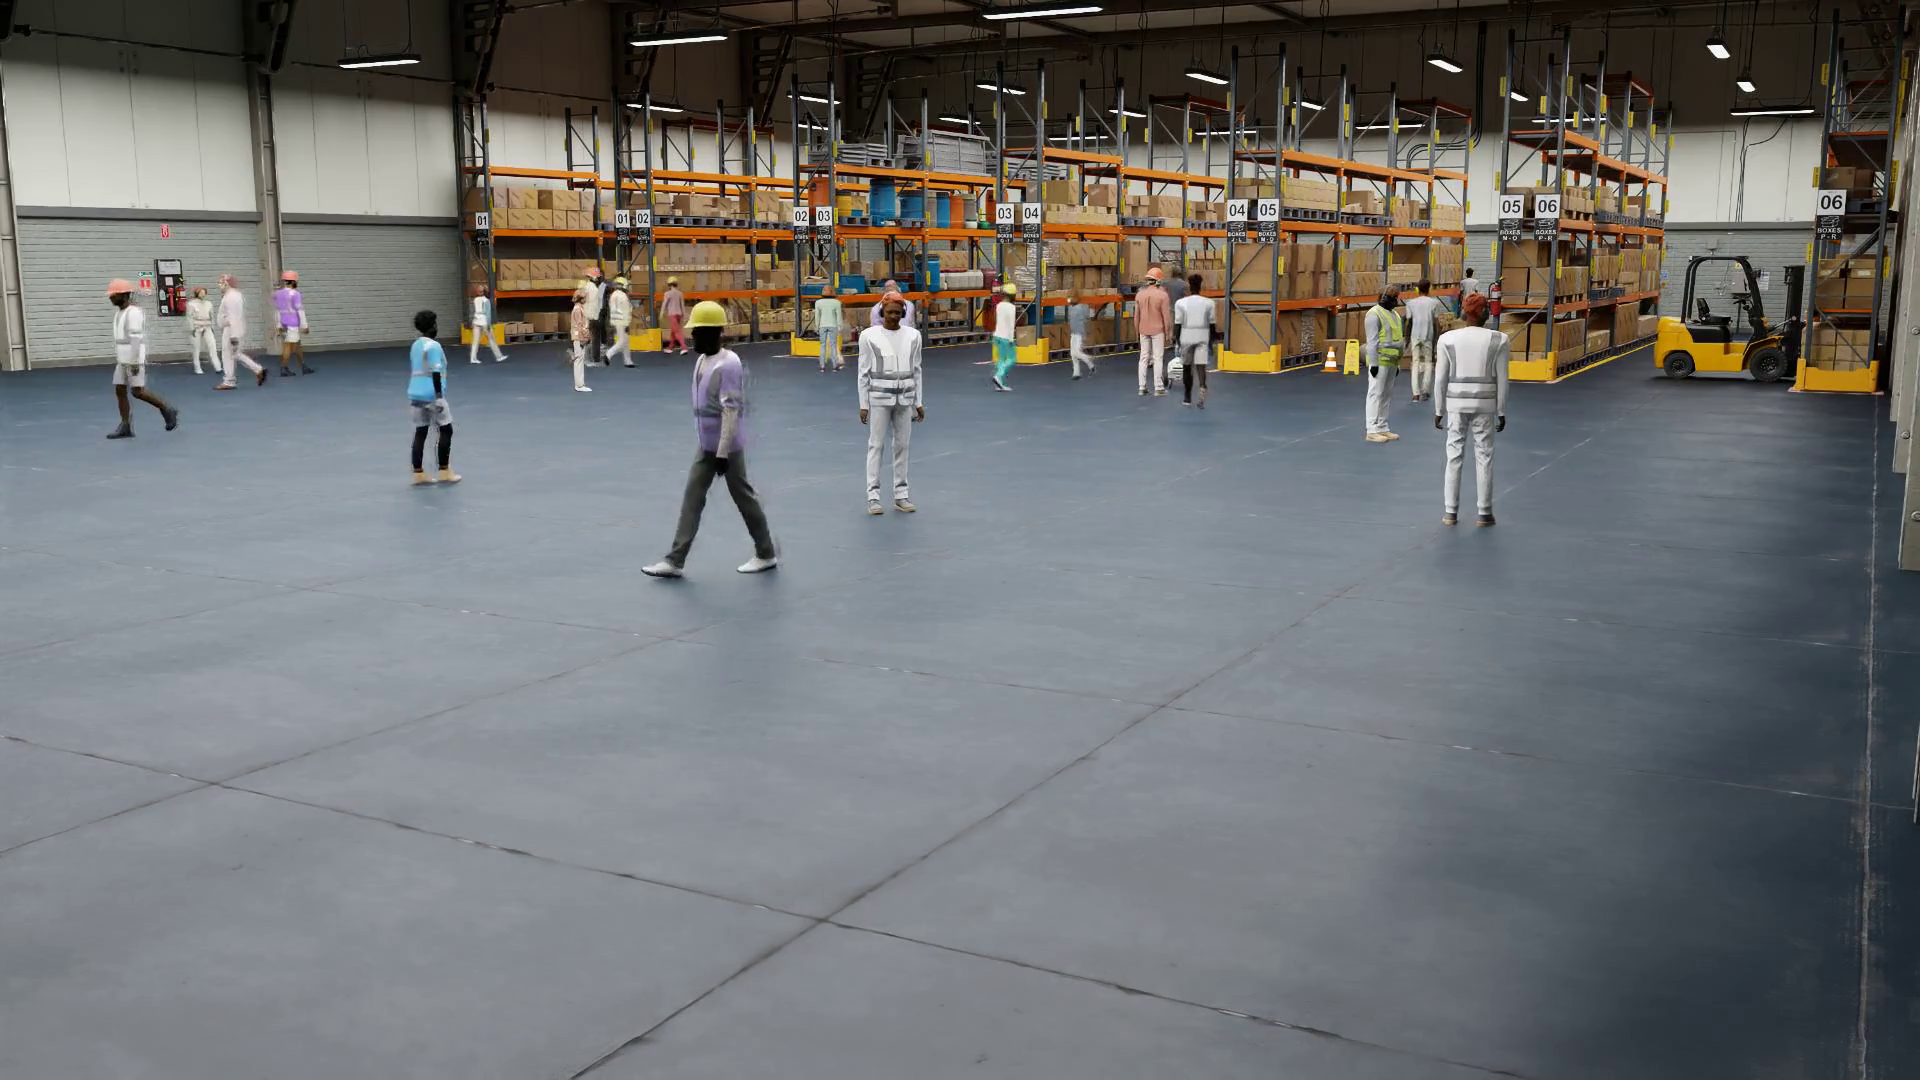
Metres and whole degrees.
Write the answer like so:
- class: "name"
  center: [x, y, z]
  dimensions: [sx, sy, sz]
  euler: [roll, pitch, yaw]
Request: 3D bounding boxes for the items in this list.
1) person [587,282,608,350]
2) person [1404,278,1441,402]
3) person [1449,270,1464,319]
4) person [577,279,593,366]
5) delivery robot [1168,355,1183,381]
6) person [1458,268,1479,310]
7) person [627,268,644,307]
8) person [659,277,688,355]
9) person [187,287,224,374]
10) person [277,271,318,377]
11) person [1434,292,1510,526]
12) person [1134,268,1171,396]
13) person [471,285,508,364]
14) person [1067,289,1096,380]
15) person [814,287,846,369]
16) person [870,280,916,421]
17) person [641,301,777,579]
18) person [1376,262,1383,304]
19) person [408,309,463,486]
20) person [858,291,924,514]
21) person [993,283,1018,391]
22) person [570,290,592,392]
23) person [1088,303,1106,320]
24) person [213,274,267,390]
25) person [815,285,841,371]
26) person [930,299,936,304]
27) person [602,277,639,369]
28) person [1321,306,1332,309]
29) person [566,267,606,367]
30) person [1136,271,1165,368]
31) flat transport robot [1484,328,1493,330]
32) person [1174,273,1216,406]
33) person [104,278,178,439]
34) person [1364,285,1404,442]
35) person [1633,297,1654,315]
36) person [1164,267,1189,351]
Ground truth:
- class: "person"
  center: [-8.526, -5.391, 38.954]
  dimensions: [0.597, 1.857, 1.024]
  euler: [1, 10, 7]
- class: "person"
  center: [6.991, -3.021, 25.114]
  dimensions: [0.564, 1.841, 0.797]
  euler: [3, 10, 18]
- class: "person"
  center: [13.924, -6.656, 46.416]
  dimensions: [0.543, 1.827, 0.611]
  euler: [8, 13, 41]
- class: "person"
  center: [-7.405, -4.285, 32.853]
  dimensions: [0.590, 1.716, 0.503]
  euler: [-3, 10, -17]
- class: "delivery robot"
  center: [3.613, -2.834, 27.502]
  dimensions: [0.477, 0.478, 0.707]
  euler: [1, 10, 9]
- class: "person"
  center: [13.680, -6.380, 44.736]
  dimensions: [0.510, 1.860, 0.332]
  euler: [3, 10, 15]
- class: "person"
  center: [-8.456, -6.123, 43.191]
  dimensions: [0.537, 1.869, 0.312]
  euler: [4, 10, 21]
- class: "person"
  center: [-6.313, -4.965, 36.860]
  dimensions: [0.901, 1.720, 0.529]
  euler: [6, 12, 33]
- class: "person"
  center: [-13.912, -3.842, 30.617]
  dimensions: [0.800, 1.607, 0.519]
  euler: [9, 13, 41]
- class: "person"
  center: [-12.037, -3.929, 30.245]
  dimensions: [0.564, 1.896, 0.906]
  euler: [7, 12, 35]
- class: "person"
  center: [4.132, -1.051, 13.456]
  dimensions: [0.575, 1.883, 0.361]
  euler: [4, 11, 23]
- class: "person"
  center: [3.017, -3.246, 25.977]
  dimensions: [0.622, 1.993, 0.382]
  euler: [7, 12, 35]
- class: "person"
  center: [-9.620, -4.372, 33.721]
  dimensions: [0.538, 1.586, 0.848]
  euler: [7, 12, 35]
- class: "person"
  center: [2.088, -3.593, 29.146]
  dimensions: [0.461, 1.614, 0.505]
  euler: [-3, 10, -19]
- class: "person"
  center: [-2.520, -4.113, 32.234]
  dimensions: [0.817, 1.592, 0.509]
  euler: [6, 11, 30]
- class: "person"
  center: [-0.865, -2.478, 21.890]
  dimensions: [0.646, 1.857, 0.762]
  euler: [-3, 10, -17]
- class: "person"
  center: [-1.670, -0.670, 11.250]
  dimensions: [0.980, 1.871, 0.604]
  euler: [-6, 12, -33]
- class: "person"
  center: [11.942, -6.817, 46.807]
  dimensions: [0.453, 2.017, 0.684]
  euler: [0, 10, -2]
- class: "person"
  center: [-5.047, -1.350, 15.829]
  dimensions: [0.553, 1.666, 0.525]
  euler: [9, 13, 42]
- class: "person"
  center: [-0.580, -1.160, 14.083]
  dimensions: [0.583, 1.884, 0.343]
  euler: [-4, 11, -24]
- class: "person"
  center: [0.728, -3.244, 26.688]
  dimensions: [0.439, 1.749, 0.544]
  euler: [-6, 12, -33]
- class: "person"
  center: [-6.112, -3.205, 26.781]
  dimensions: [0.309, 1.640, 0.513]
  euler: [-2, 10, -14]
- class: "person"
  center: [3.596, -6.055, 43.398]
  dimensions: [0.531, 1.670, 0.794]
  euler: [3, 10, 18]
- class: "person"
  center: [-11.839, -3.398, 27.205]
  dimensions: [0.736, 1.887, 0.650]
  euler: [-3, 10, -16]
- class: "person"
  center: [-2.488, -4.001, 31.447]
  dimensions: [0.500, 1.636, 0.280]
  euler: [1, 10, 5]
- class: "person"
  center: [-0.974, -7.805, 52.742]
  dimensions: [0.636, 1.979, 1.075]
  euler: [5, 11, 27]
- class: "person"
  center: [-6.589, -4.177, 32.048]
  dimensions: [0.712, 1.780, 0.621]
  euler: [-6, 11, -32]
- class: "person"
  center: [10.823, -7.101, 48.936]
  dimensions: [0.744, 1.874, 0.439]
  euler: [4, 10, 21]
- class: "person"
  center: [-7.329, -4.373, 32.673]
  dimensions: [0.698, 1.971, 0.634]
  euler: [-6, 11, -30]
- class: "person"
  center: [3.697, -4.308, 32.510]
  dimensions: [0.643, 1.887, 0.431]
  euler: [6, 11, 32]
- class: "flat transport robot"
  center: [13.923, -5.736, 45.597]
  dimensions: [0.652, 0.197, 1.431]
  euler: [-4, 11, -24]
- class: "person"
  center: [3.403, -2.891, 24.069]
  dimensions: [0.614, 1.941, 0.856]
  euler: [0, 10, 0]
- class: "person"
  center: [-9.905, -2.181, 19.986]
  dimensions: [0.550, 1.914, 0.742]
  euler: [7, 12, 36]
- class: "person"
  center: [5.009, -2.082, 19.617]
  dimensions: [0.429, 1.842, 0.626]
  euler: [8, 12, 39]
- class: "person"
  center: [17.997, -6.306, 43.756]
  dimensions: [0.597, 2.000, 0.708]
  euler: [9, 13, 41]
- class: "person"
  center: [5.043, -5.334, 38.442]
  dimensions: [0.656, 1.906, 0.861]
  euler: [6, 11, 31]
